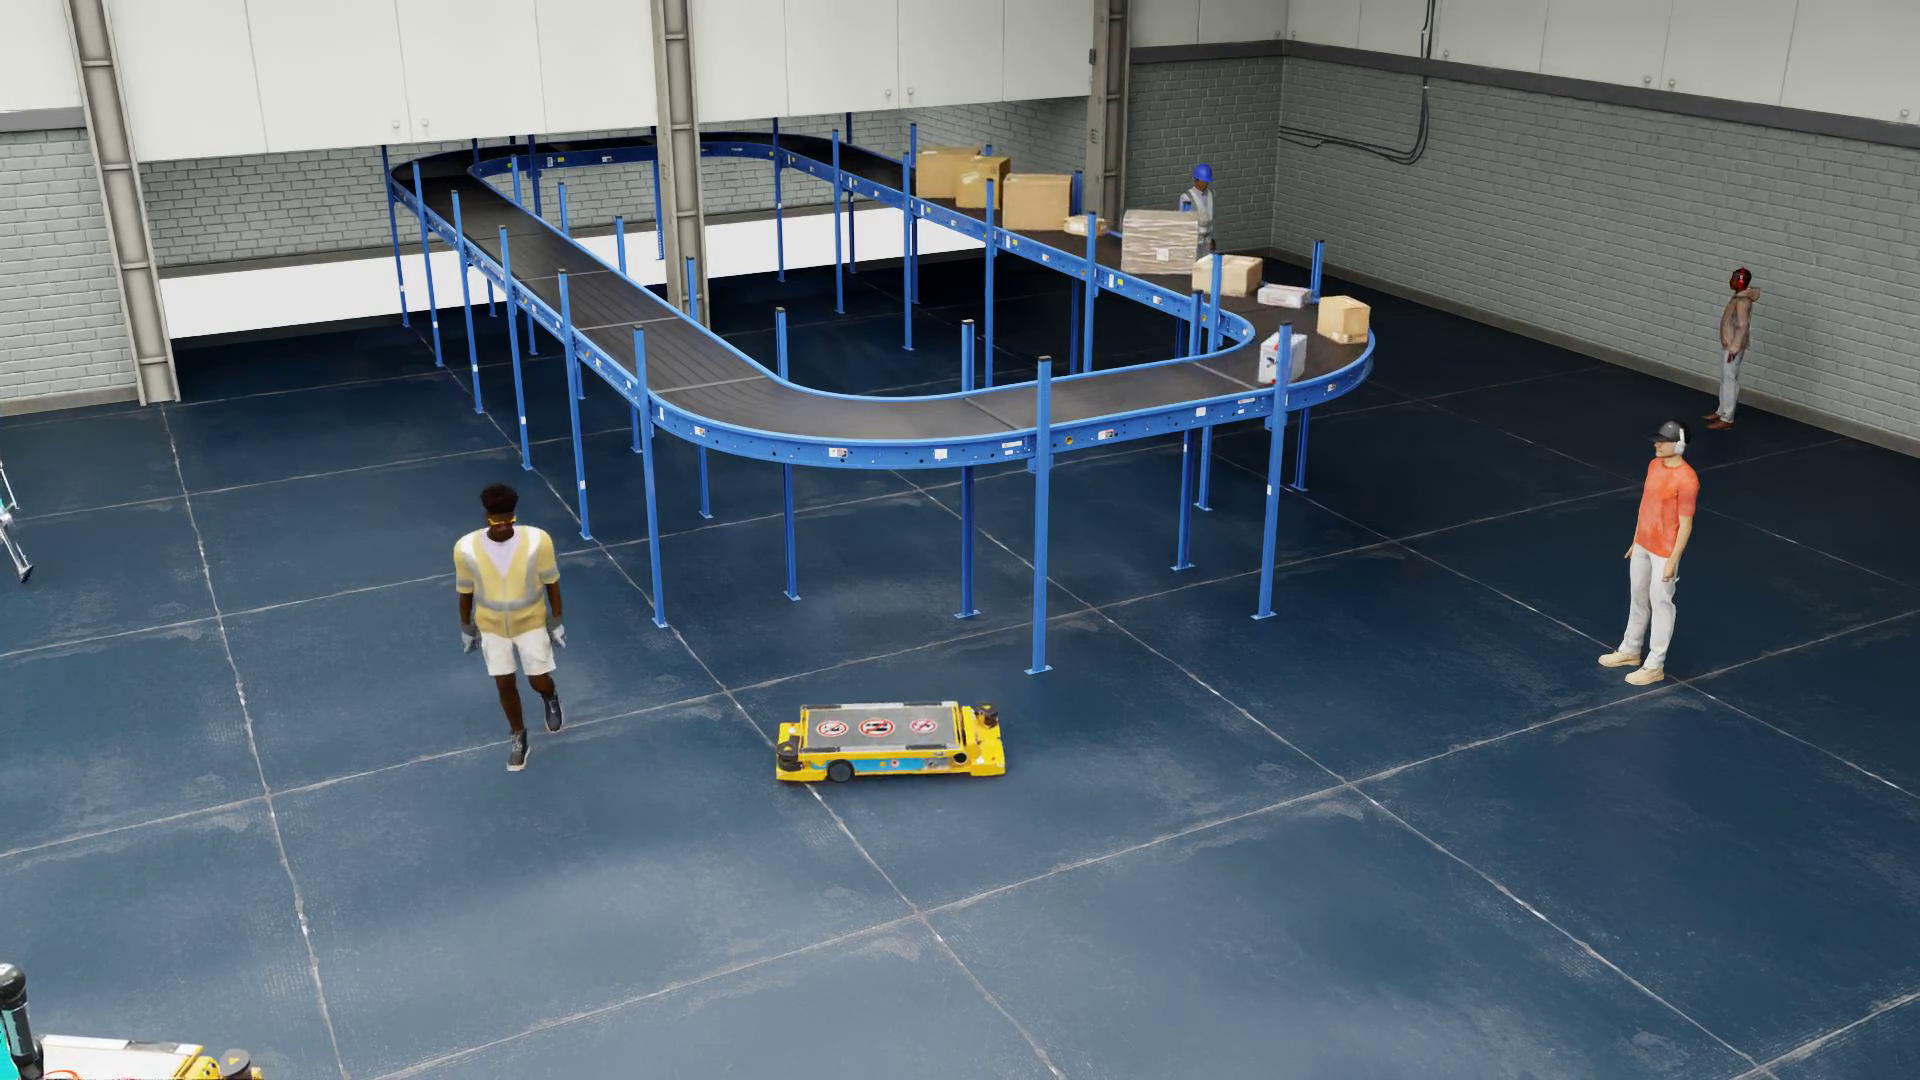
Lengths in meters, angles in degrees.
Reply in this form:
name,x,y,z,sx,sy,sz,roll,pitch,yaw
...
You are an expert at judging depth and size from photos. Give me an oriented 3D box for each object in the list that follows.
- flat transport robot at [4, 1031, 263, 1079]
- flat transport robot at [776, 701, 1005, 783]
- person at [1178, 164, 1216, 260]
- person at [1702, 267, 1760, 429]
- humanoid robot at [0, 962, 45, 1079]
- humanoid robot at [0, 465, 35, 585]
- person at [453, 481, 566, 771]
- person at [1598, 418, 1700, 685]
name,x,y,z,sx,sy,sz,roll,pitch,yaw
flat transport robot,-4.013,2.561,7.544,1.431,0.231,0.659,2,22,5
flat transport robot,-0.448,1.294,10.677,1.431,0.231,0.659,-1,22,-3
person,3.007,-3.792,21.042,0.612,1.933,0.414,-17,27,-36
person,7.819,-1.937,16.813,0.308,1.650,0.471,7,23,16
humanoid robot,-3.807,2.272,6.323,0.667,1.815,0.541,12,25,27
humanoid robot,-7.651,-0.492,13.145,0.962,1.762,0.539,10,24,23
person,-2.803,0.503,10.411,0.660,1.933,0.584,-2,22,-6
person,4.798,0.074,11.505,0.396,1.912,0.476,-6,23,-14
